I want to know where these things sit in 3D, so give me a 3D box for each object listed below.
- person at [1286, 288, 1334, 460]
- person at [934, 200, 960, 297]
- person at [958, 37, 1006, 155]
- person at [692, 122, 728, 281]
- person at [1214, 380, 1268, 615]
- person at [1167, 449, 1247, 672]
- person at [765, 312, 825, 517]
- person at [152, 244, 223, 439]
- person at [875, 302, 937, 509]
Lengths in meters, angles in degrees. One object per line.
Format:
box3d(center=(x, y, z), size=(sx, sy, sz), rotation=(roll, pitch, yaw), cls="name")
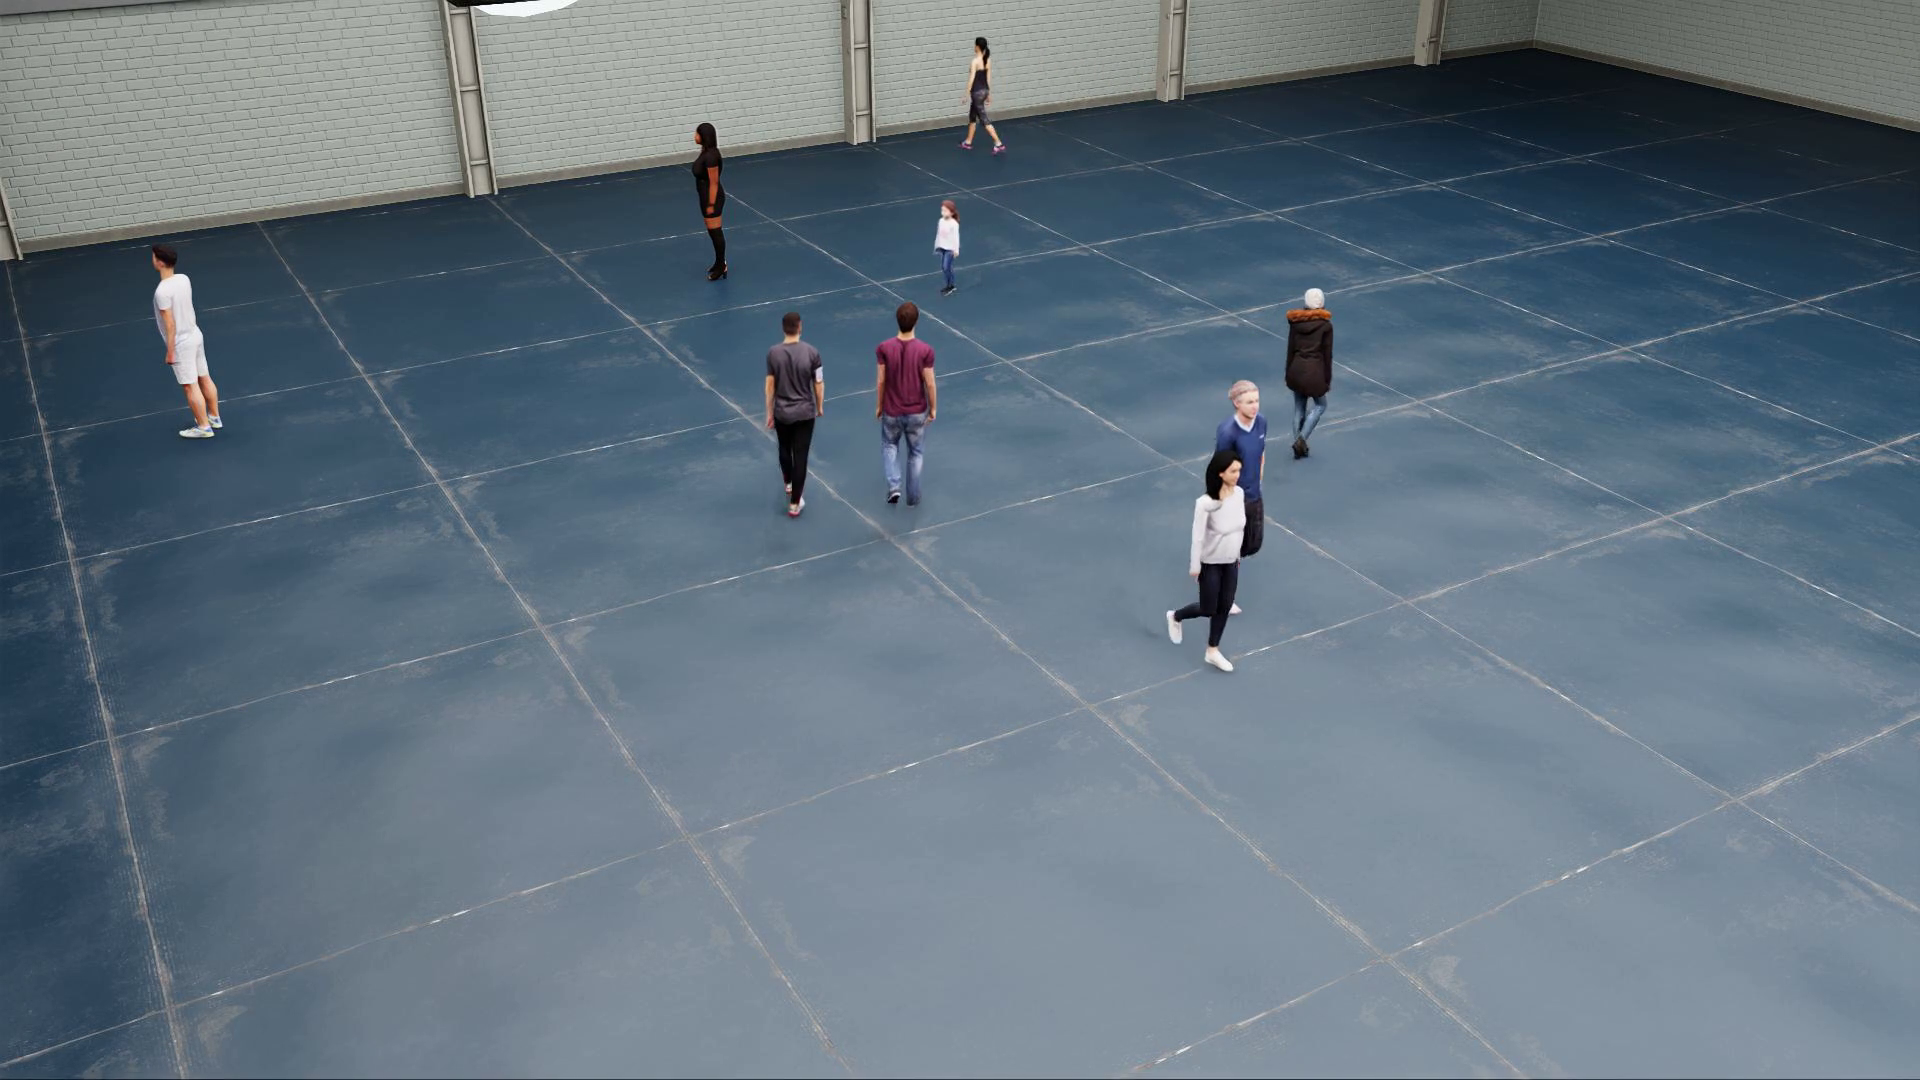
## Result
box3d(center=(3.127, -1.470, 15.035), size=(0.757, 1.629, 0.792), rotation=(19, 33, 32), cls="person")
box3d(center=(-0.107, -3.433, 19.422), size=(0.565, 1.102, 0.487), rotation=(-21, 34, -35), cls="person")
box3d(center=(0.362, -6.634, 25.001), size=(0.950, 1.686, 1.138), rotation=(19, 33, 32), cls="person")
box3d(center=(-2.951, -4.030, 19.759), size=(0.721, 1.855, 0.733), rotation=(-4, 28, -8), cls="person")
box3d(center=(2.041, -0.361, 12.633), size=(0.735, 1.855, 0.735), rotation=(-16, 31, -28), cls="person")
box3d(center=(1.780, 0.112, 11.899), size=(0.804, 1.687, 0.755), rotation=(-21, 34, -34), cls="person")
box3d(center=(-1.411, -1.025, 14.050), size=(0.980, 1.739, 0.991), rotation=(3, 27, 5), cls="person")
box3d(center=(-7.255, -1.863, 15.552), size=(0.763, 1.854, 0.764), rotation=(1, 27, 3), cls="person")
box3d(center=(-0.477, -1.085, 14.058), size=(0.857, 1.838, 0.917), rotation=(2, 27, 3), cls="person")
